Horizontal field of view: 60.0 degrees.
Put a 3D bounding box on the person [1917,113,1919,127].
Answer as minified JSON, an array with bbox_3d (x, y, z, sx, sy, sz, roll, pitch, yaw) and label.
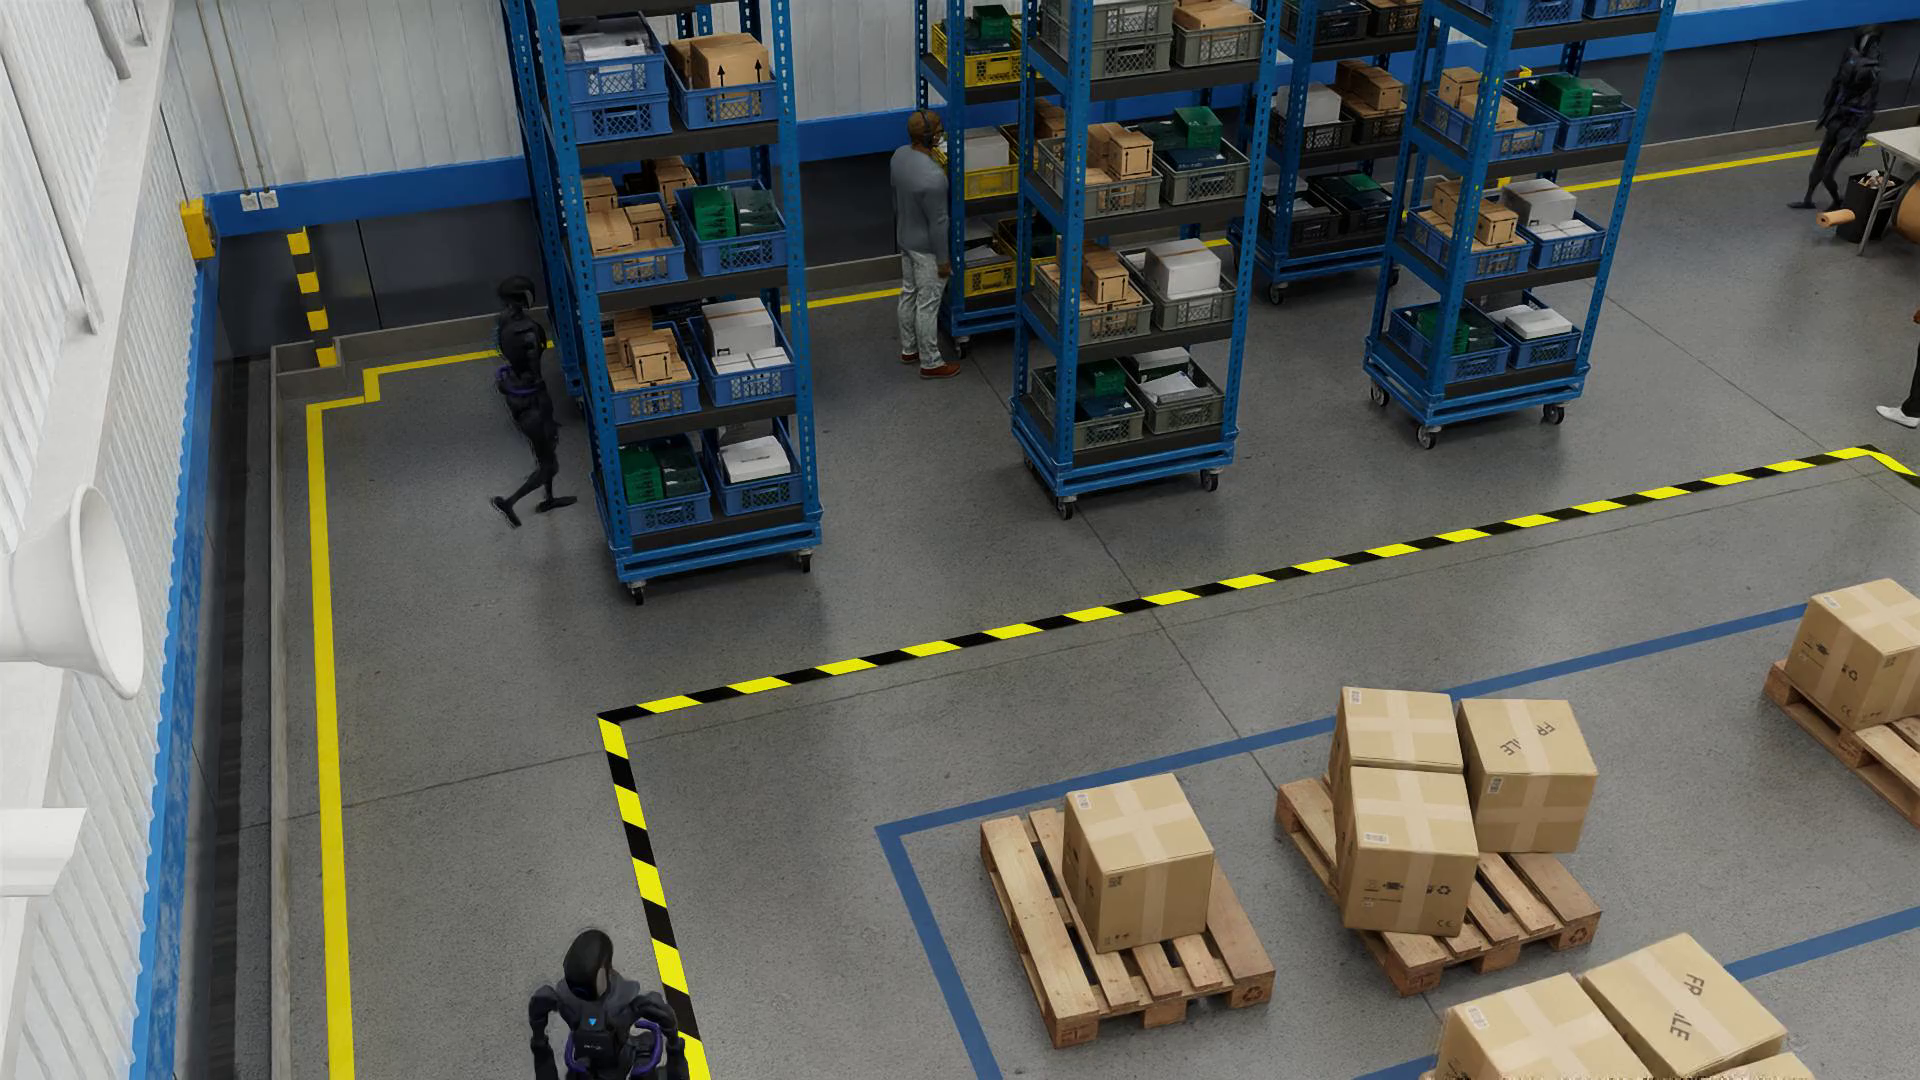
[{"bbox_3d":[8.766,-4.166,14.501,0.624,1.947,0.534,19,39,25],"label":"person"}]

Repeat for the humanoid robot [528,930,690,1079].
[{"bbox_3d":[-1.254,1.957,6.070,0.604,1.640,0.402,1,35,1],"label":"humanoid robot"}]

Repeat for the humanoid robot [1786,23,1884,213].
[{"bbox_3d":[7.314,-3.453,13.745,0.417,1.660,0.608,-4,35,-6],"label":"humanoid robot"}]

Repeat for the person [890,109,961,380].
[{"bbox_3d":[-0.246,-2.039,11.499,0.373,1.940,0.626,-17,39,-23],"label":"person"}]

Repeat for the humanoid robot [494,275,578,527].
[{"bbox_3d":[-2.663,-0.838,10.024,0.506,1.648,0.593,-19,39,-24],"label":"humanoid robot"}]

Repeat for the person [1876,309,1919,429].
[{"bbox_3d":[6.551,-1.607,10.959,0.597,1.851,0.381,-13,37,-18],"label":"person"}]
